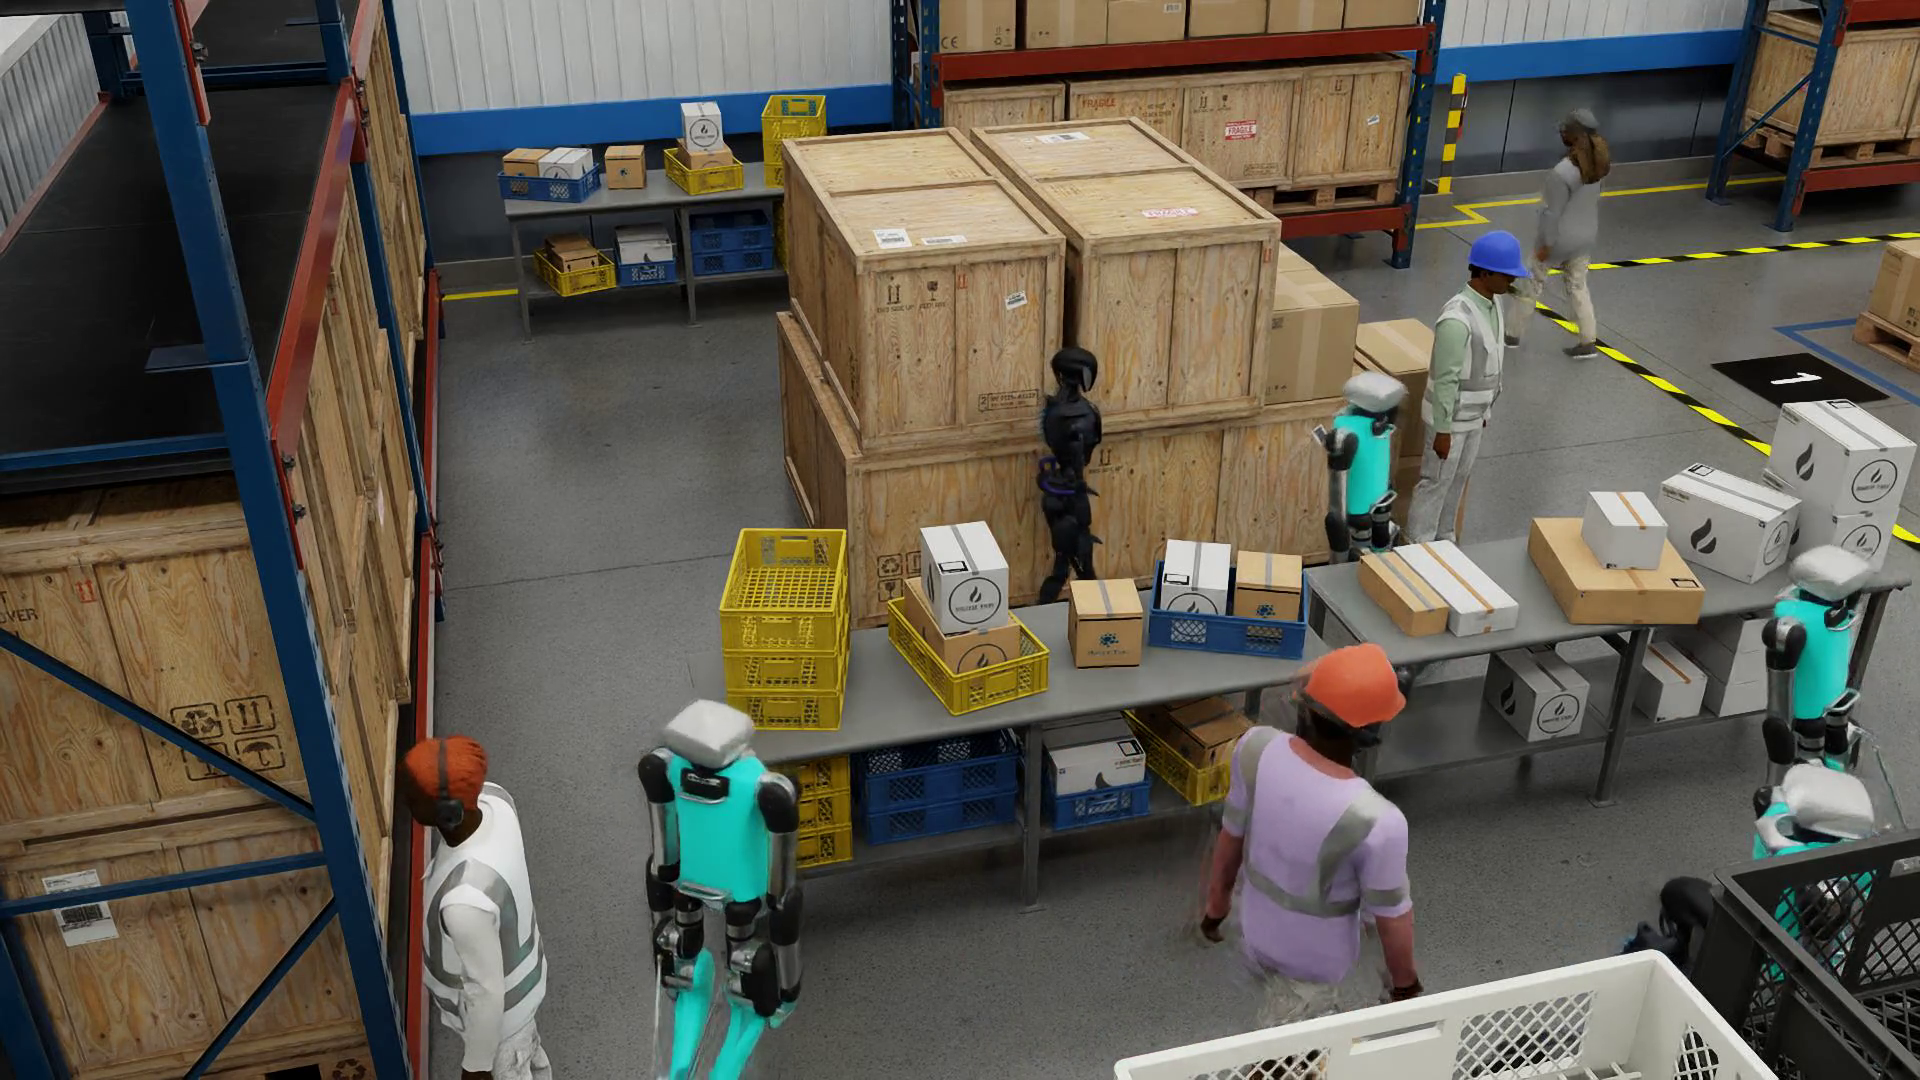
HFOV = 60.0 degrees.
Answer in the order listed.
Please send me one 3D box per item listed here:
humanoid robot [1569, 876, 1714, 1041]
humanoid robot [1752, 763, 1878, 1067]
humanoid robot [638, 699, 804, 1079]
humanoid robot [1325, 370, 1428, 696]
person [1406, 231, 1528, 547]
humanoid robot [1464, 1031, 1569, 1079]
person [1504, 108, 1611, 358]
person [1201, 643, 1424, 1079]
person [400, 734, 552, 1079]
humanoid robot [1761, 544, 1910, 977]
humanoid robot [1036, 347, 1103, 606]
[{"bbox_3d":[1.895,1.597,4.780,0.587,1.652,0.369,-20,34,-31],"label":"humanoid robot"},{"bbox_3d":[2.625,1.471,4.953,0.782,1.816,0.530,4,29,7],"label":"humanoid robot"},{"bbox_3d":[-0.791,1.422,5.004,0.617,1.764,0.849,12,31,21],"label":"humanoid robot"},{"bbox_3d":[1.904,0.167,7.321,0.668,1.827,0.539,20,34,31],"label":"humanoid robot"},{"bbox_3d":[2.593,-0.662,8.591,0.412,1.939,0.602,20,34,32],"label":"person"},{"bbox_3d":[1.295,1.885,4.224,0.420,1.648,0.613,-7,30,-12],"label":"humanoid robot"},{"bbox_3d":[4.126,-2.100,11.417,0.575,1.743,0.707,-19,34,-31],"label":"person"},{"bbox_3d":[1.154,1.177,5.180,0.962,2.002,0.631,-19,34,-31],"label":"person"},{"bbox_3d":[-1.412,1.363,4.969,0.356,1.883,0.574,-5,29,-9],"label":"person"},{"bbox_3d":[3.178,0.922,5.946,0.560,1.790,0.806,-23,36,-36],"label":"humanoid robot"},{"bbox_3d":[0.513,-0.172,8.010,0.517,1.660,0.593,-3,29,-5],"label":"humanoid robot"}]
